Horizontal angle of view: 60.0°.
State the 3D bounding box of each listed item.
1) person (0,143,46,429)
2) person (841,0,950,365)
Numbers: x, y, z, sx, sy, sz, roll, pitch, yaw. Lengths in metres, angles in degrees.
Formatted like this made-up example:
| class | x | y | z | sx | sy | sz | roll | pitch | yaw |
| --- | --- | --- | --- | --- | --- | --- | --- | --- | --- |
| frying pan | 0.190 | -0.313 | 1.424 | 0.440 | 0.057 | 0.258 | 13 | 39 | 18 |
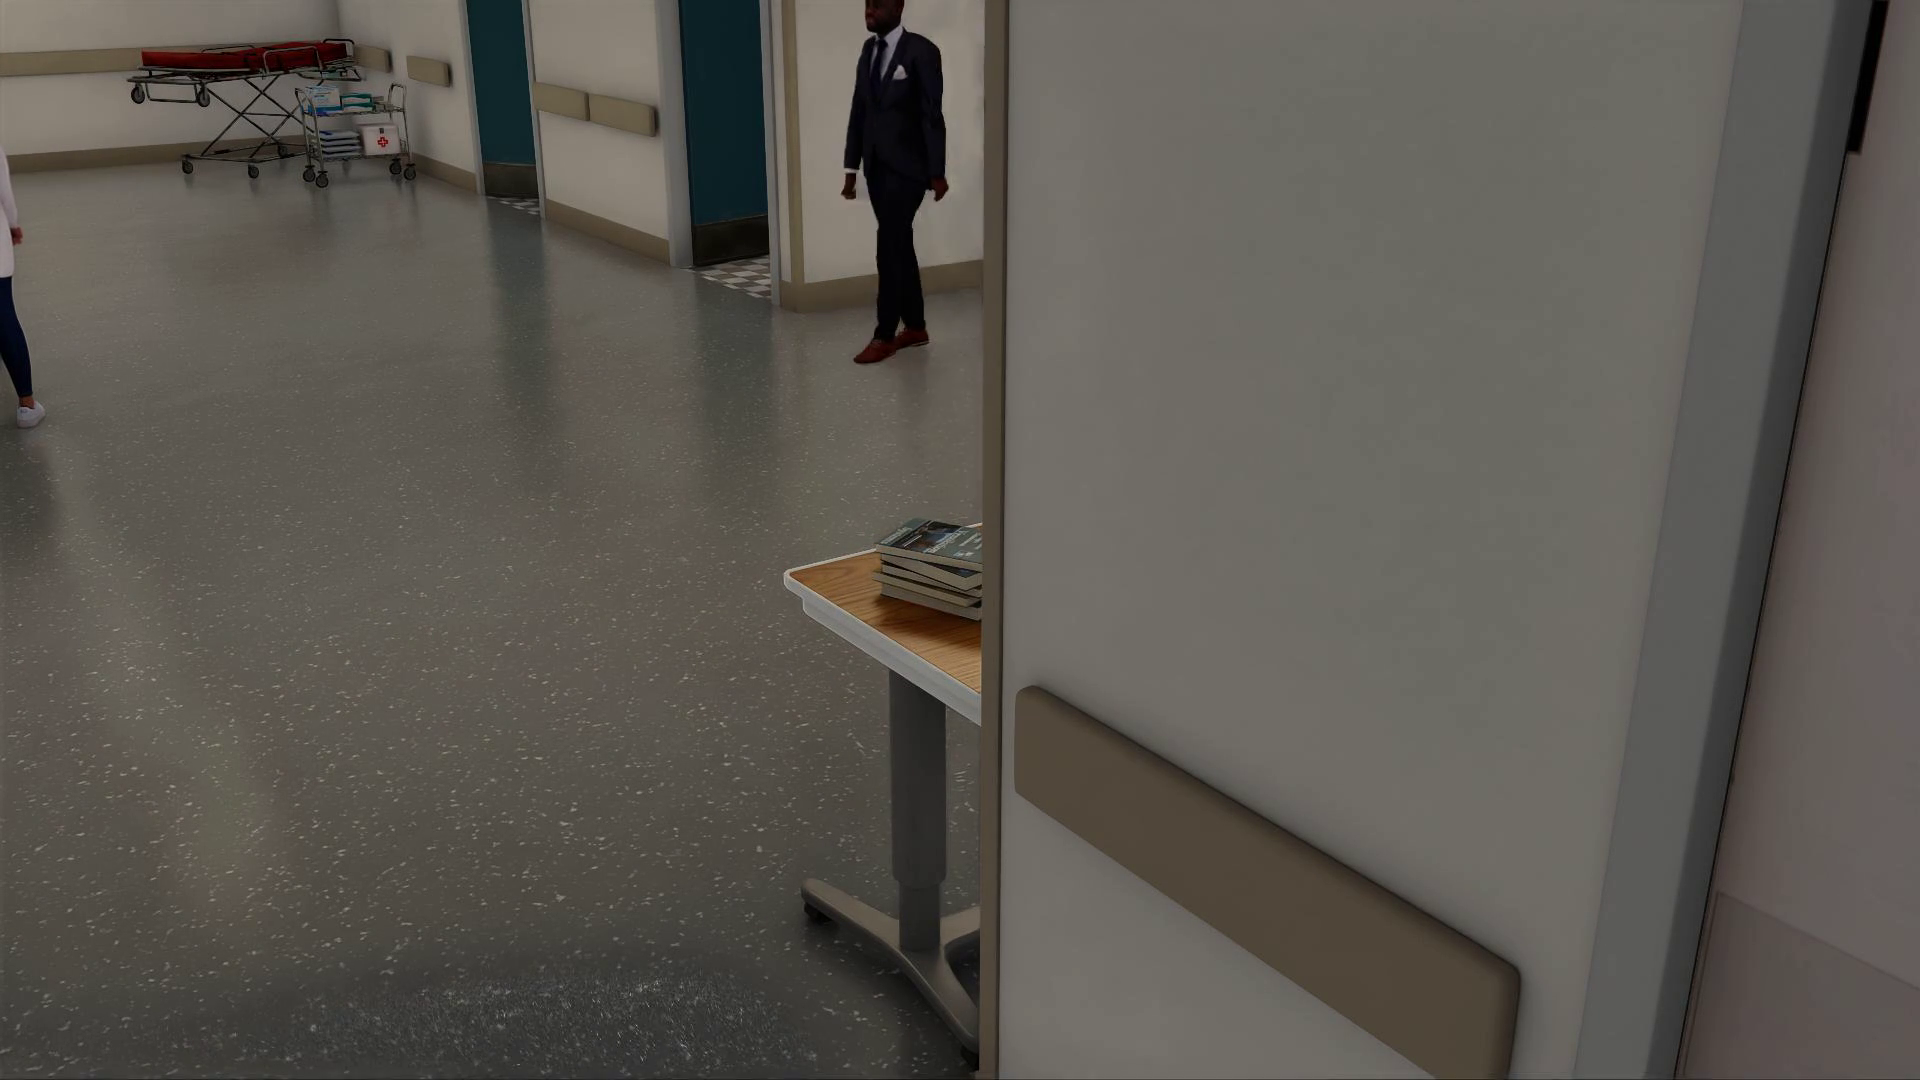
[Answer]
| class | x | y | z | sx | sy | sz | roll | pitch | yaw |
| --- | --- | --- | --- | --- | --- | --- | --- | --- | --- |
| person | -4.218 | -1.327 | 6.997 | 0.606 | 1.775 | 0.506 | -14 | 25 | -33 |
| person | -0.255 | -1.819 | 8.255 | 0.843 | 1.804 | 0.810 | -18 | 27 | -39 |
